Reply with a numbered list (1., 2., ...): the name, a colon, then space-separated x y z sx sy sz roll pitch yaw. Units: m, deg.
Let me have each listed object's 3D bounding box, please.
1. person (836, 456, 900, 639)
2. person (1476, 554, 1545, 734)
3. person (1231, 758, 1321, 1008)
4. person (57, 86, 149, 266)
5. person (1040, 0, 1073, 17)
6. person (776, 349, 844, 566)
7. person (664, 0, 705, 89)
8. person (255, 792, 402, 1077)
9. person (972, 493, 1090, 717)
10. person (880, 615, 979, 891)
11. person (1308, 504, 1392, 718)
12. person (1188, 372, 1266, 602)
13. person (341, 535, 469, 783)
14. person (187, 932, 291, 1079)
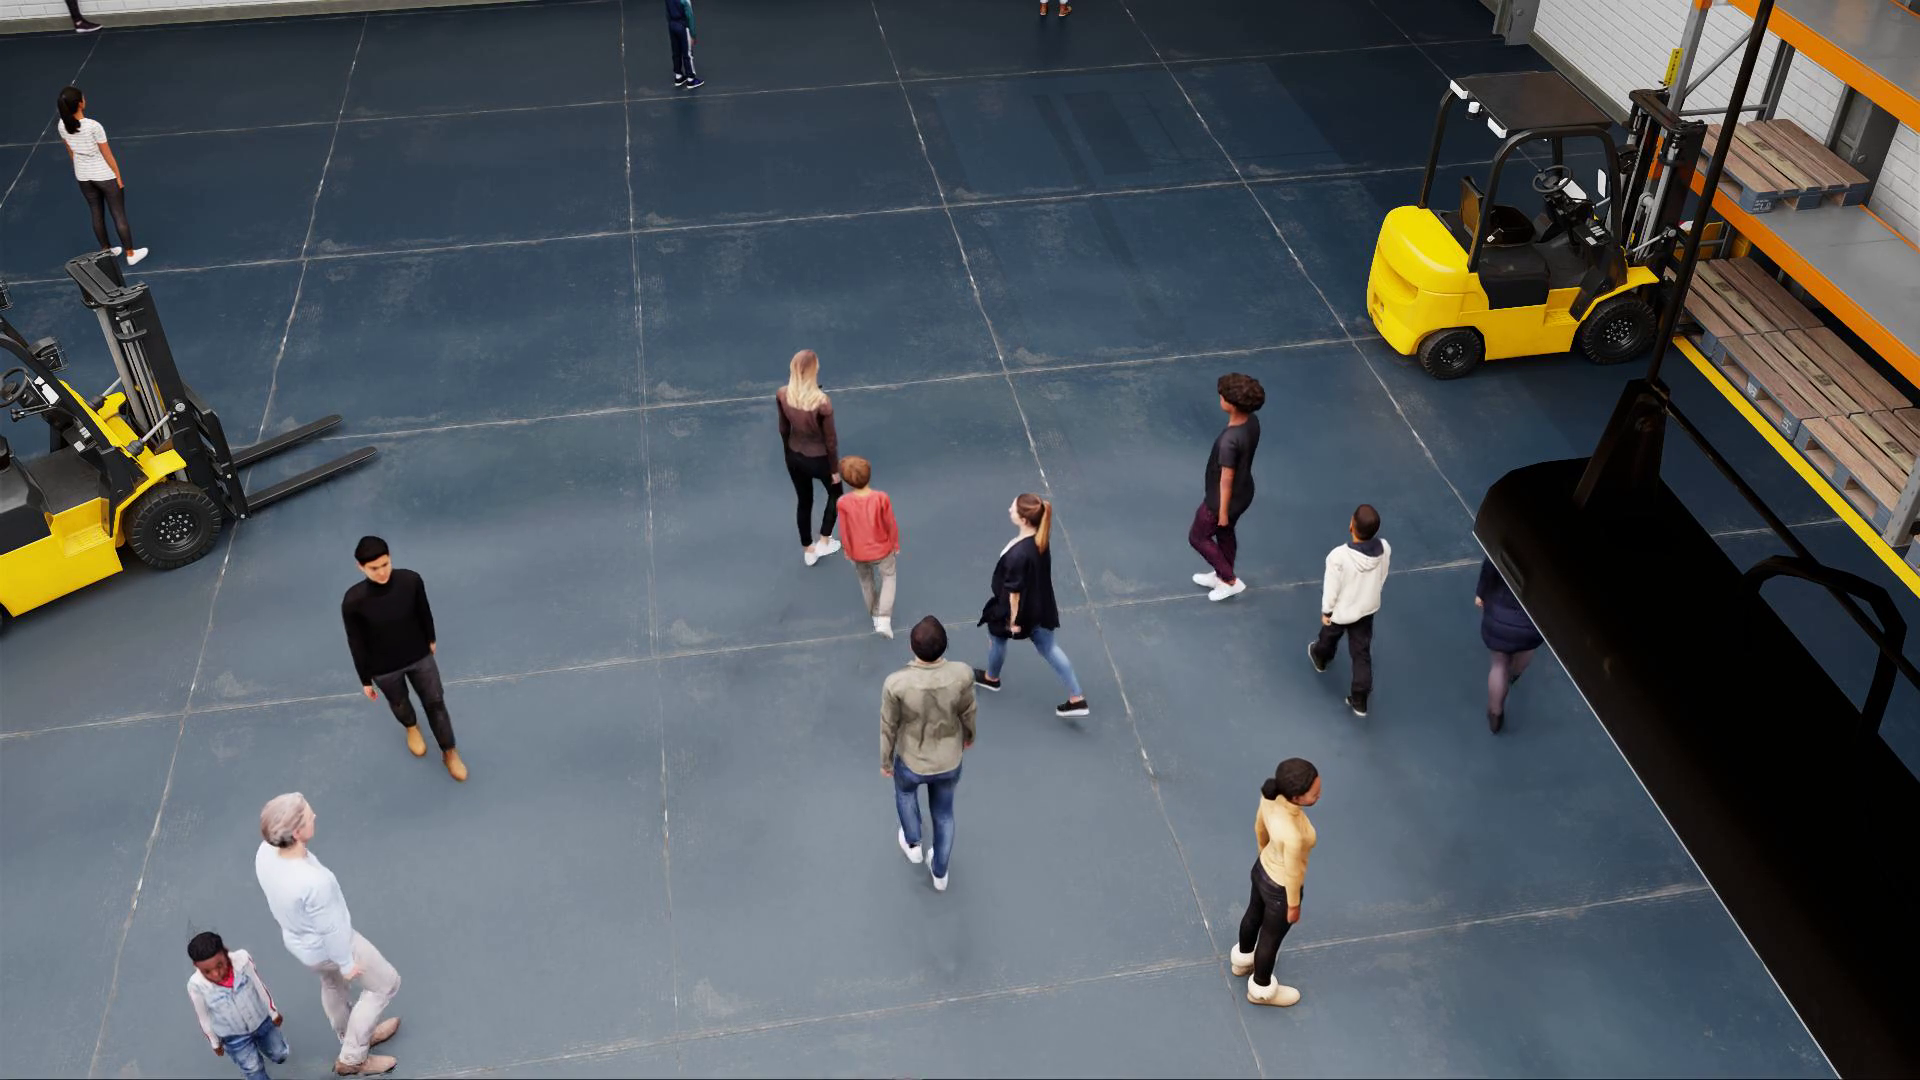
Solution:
1. person: -0.586 0.081 10.800 0.604 1.406 0.744 2 39 3
2. person: 3.380 0.496 10.101 0.814 1.631 1.000 4 39 5
3. person: 1.615 1.742 8.519 0.658 1.658 0.481 -8 39 -10
4. person: -7.652 -3.224 14.749 0.613 1.643 0.595 4 39 5
5. person: 1.117 -7.031 19.361 0.736 1.836 0.717 11 40 13
6. person: -1.053 -0.498 11.293 0.715 1.697 0.740 16 41 19
7. person: -3.013 -5.509 17.921 0.570 1.255 0.625 22 44 25
8. person: -3.143 1.985 8.036 0.807 1.881 0.876 28 46 31
9. person: 0.482 0.433 10.167 1.156 1.647 1.091 24 44 27
10. person: -0.151 1.228 9.011 0.735 1.846 0.732 -9 39 -11
11. person: 2.460 0.459 10.311 0.579 1.426 0.941 -6 39 -7
12. person: 1.837 -0.316 11.005 0.829 1.772 0.765 19 43 23
13. person: -3.364 0.630 9.877 0.835 1.699 1.002 -18 42 -22
14. person: -3.524 2.305 8.142 0.642 1.248 0.762 -23 44 -26
